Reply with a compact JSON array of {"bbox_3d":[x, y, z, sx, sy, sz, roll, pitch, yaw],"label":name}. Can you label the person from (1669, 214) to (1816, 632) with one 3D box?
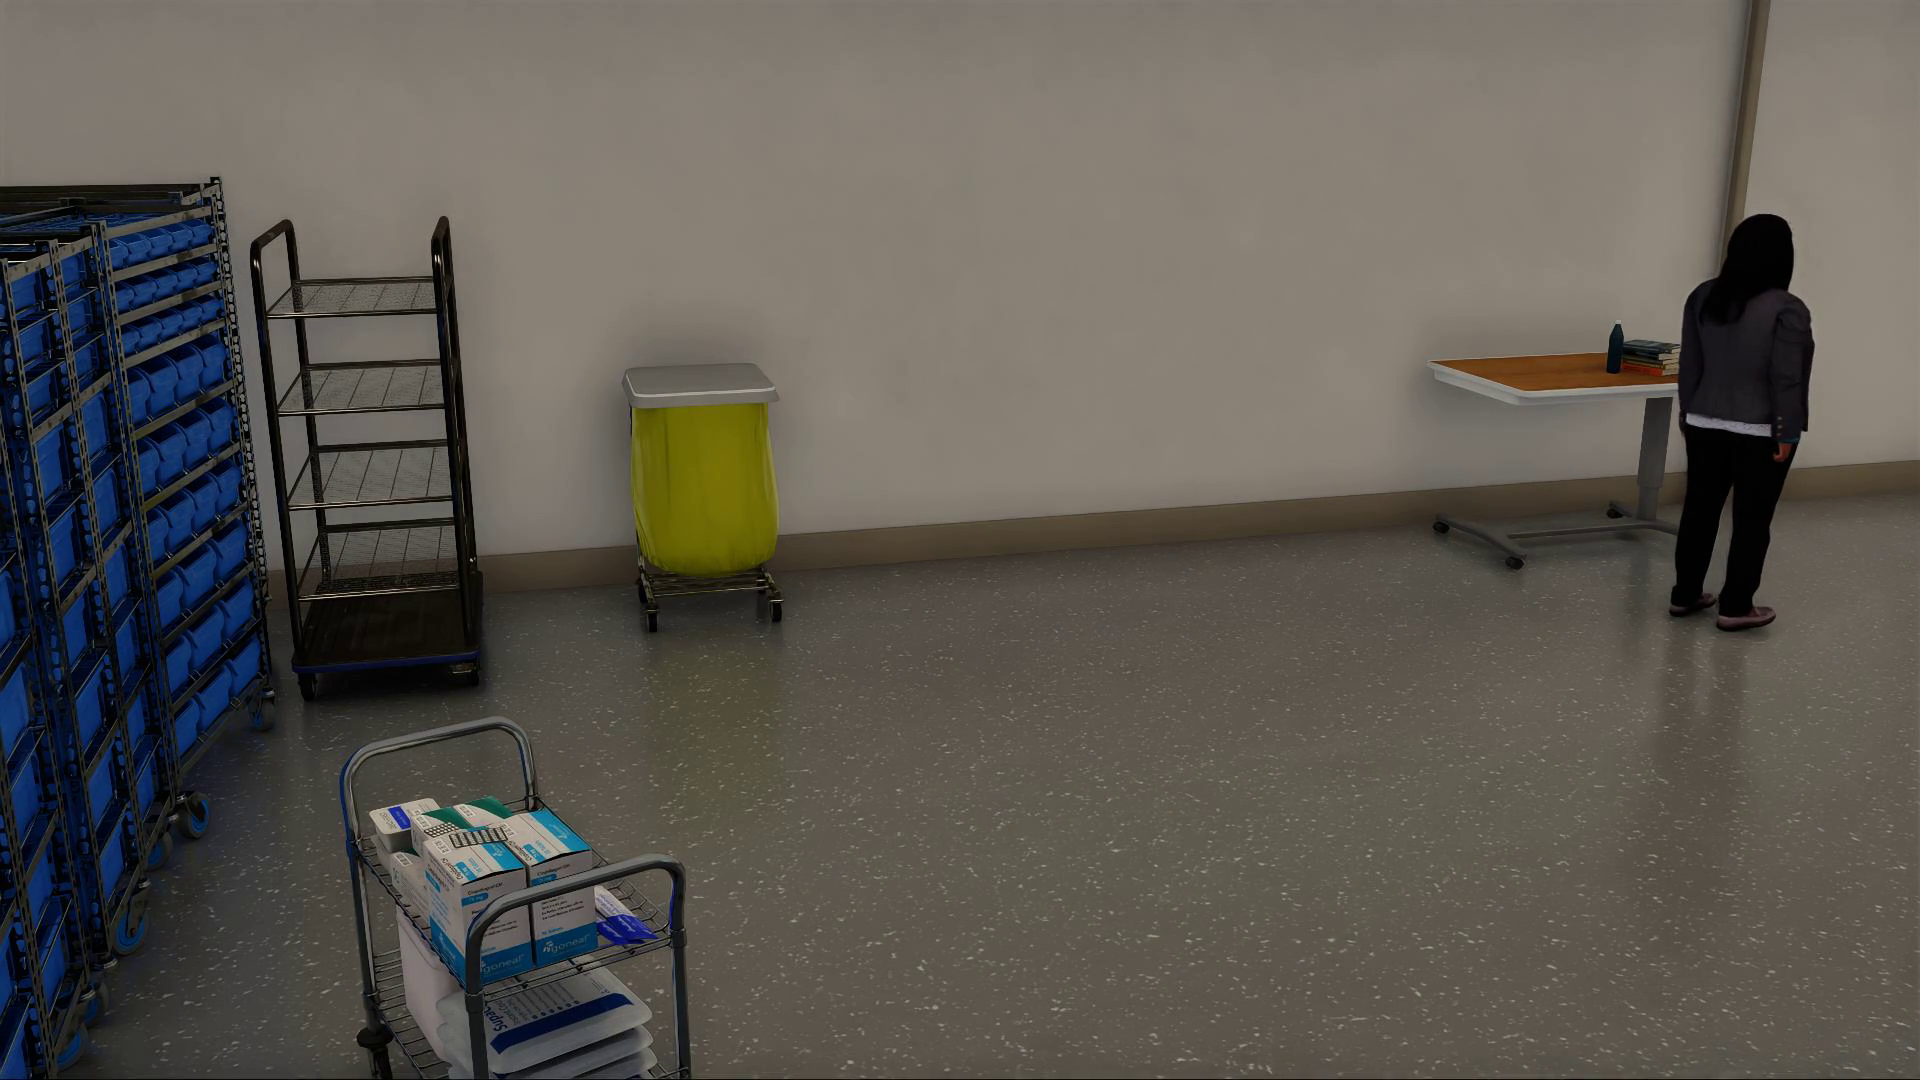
[{"bbox_3d":[3.007,-0.449,6.421,0.746,1.597,0.744,-9,18,-29],"label":"person"}]
